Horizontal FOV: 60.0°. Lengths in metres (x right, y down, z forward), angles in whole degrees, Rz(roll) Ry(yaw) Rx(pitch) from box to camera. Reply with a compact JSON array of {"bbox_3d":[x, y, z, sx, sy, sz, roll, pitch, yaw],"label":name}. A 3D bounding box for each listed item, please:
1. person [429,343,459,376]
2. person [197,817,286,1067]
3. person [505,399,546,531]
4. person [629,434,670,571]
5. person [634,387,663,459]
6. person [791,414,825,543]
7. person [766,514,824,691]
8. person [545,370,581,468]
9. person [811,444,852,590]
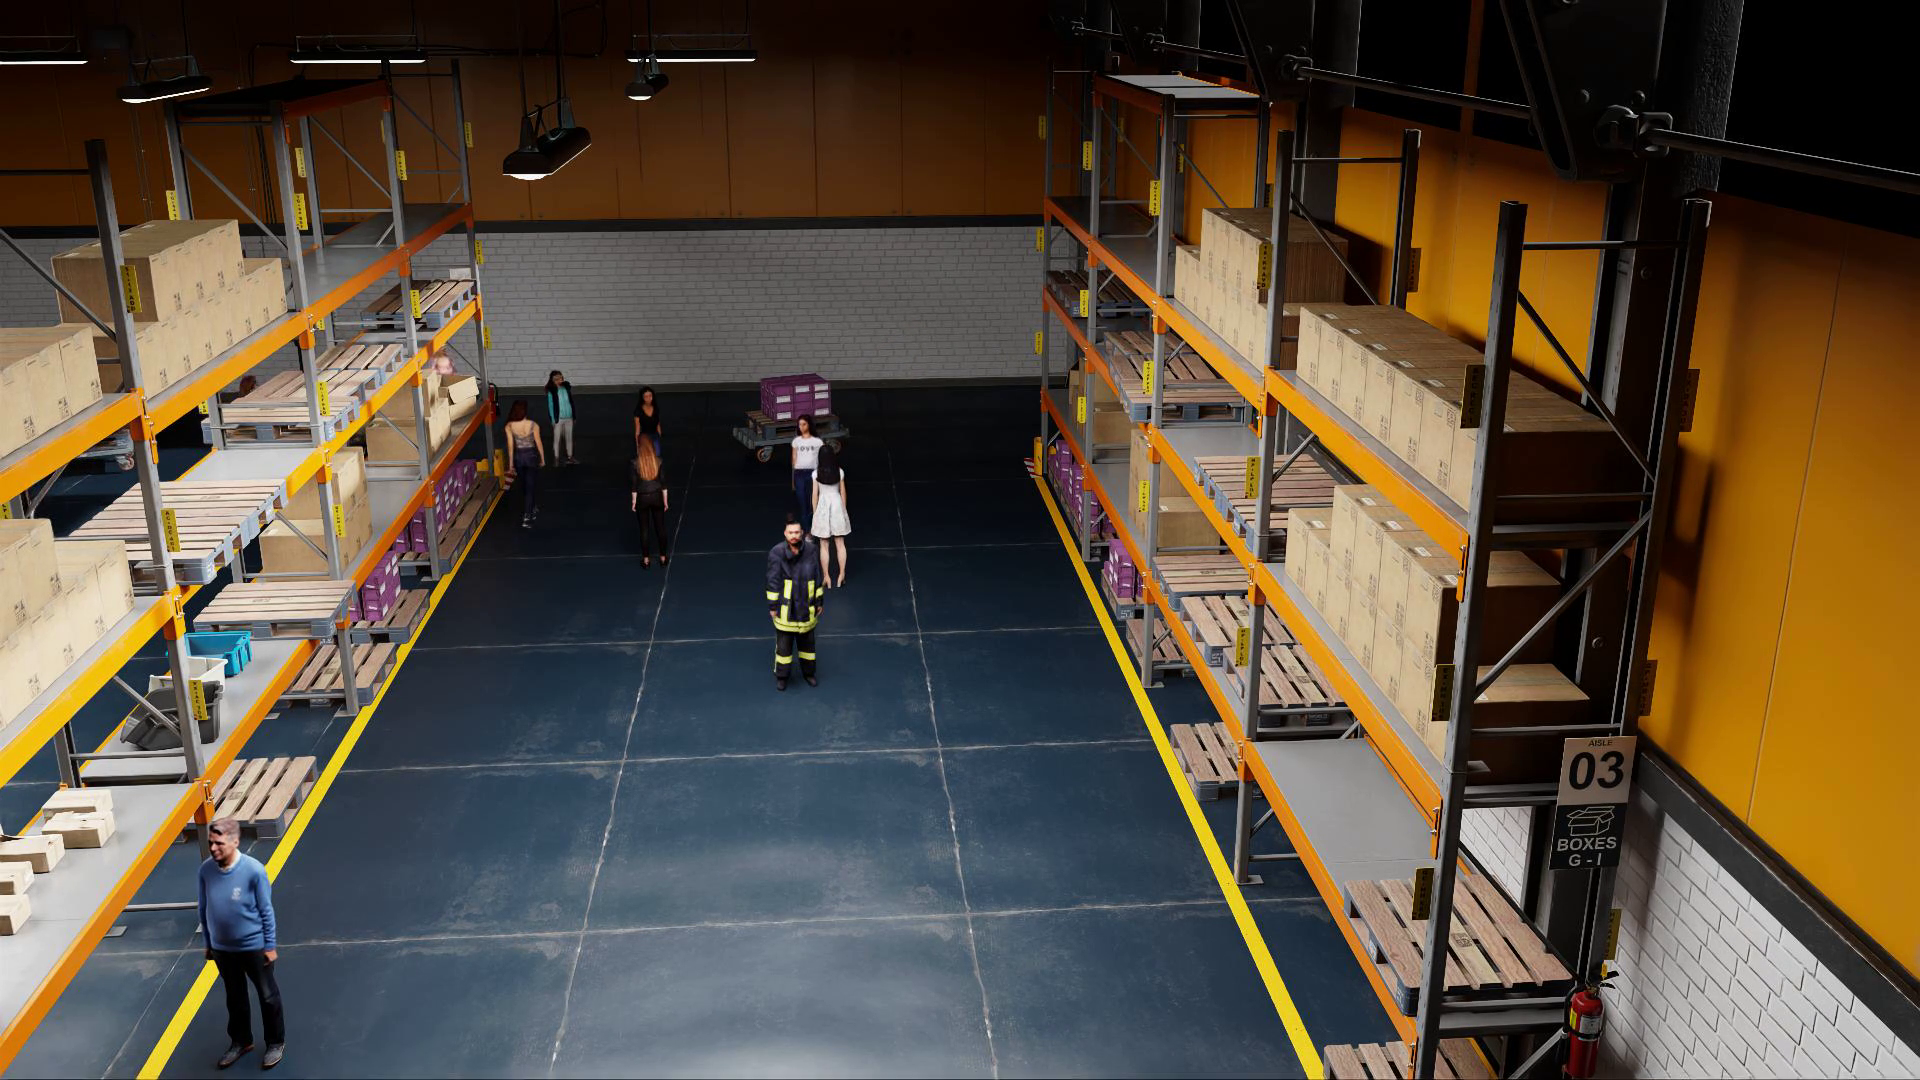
[{"bbox_3d":[-8.224,-2.356,26.340,1.045,1.655,1.042,11,22,30],"label":"person"},{"bbox_3d":[-4.822,2.671,11.156,0.692,1.820,0.625,2,19,5],"label":"person"},{"bbox_3d":[-5.779,-0.972,22.117,0.646,1.727,1.183,-1,19,-3],"label":"person"},{"bbox_3d":[-3.862,-0.479,20.689,0.644,1.705,0.583,-5,19,-15],"label":"person"},{"bbox_3d":[-4.354,-1.292,23.092,0.849,1.712,1.161,-10,21,-27],"label":"person"},{"bbox_3d":[-1.937,-0.775,21.475,0.727,1.763,0.866,4,19,11],"label":"person"},{"bbox_3d":[-1.693,0.619,17.180,0.810,1.862,0.758,-5,19,-15],"label":"person"},{"bbox_3d":[-5.991,-1.861,25.122,0.742,1.494,0.699,15,24,37],"label":"person"},{"bbox_3d":[-1.562,-0.285,20.005,0.663,1.773,0.650,-3,19,-10],"label":"person"}]
